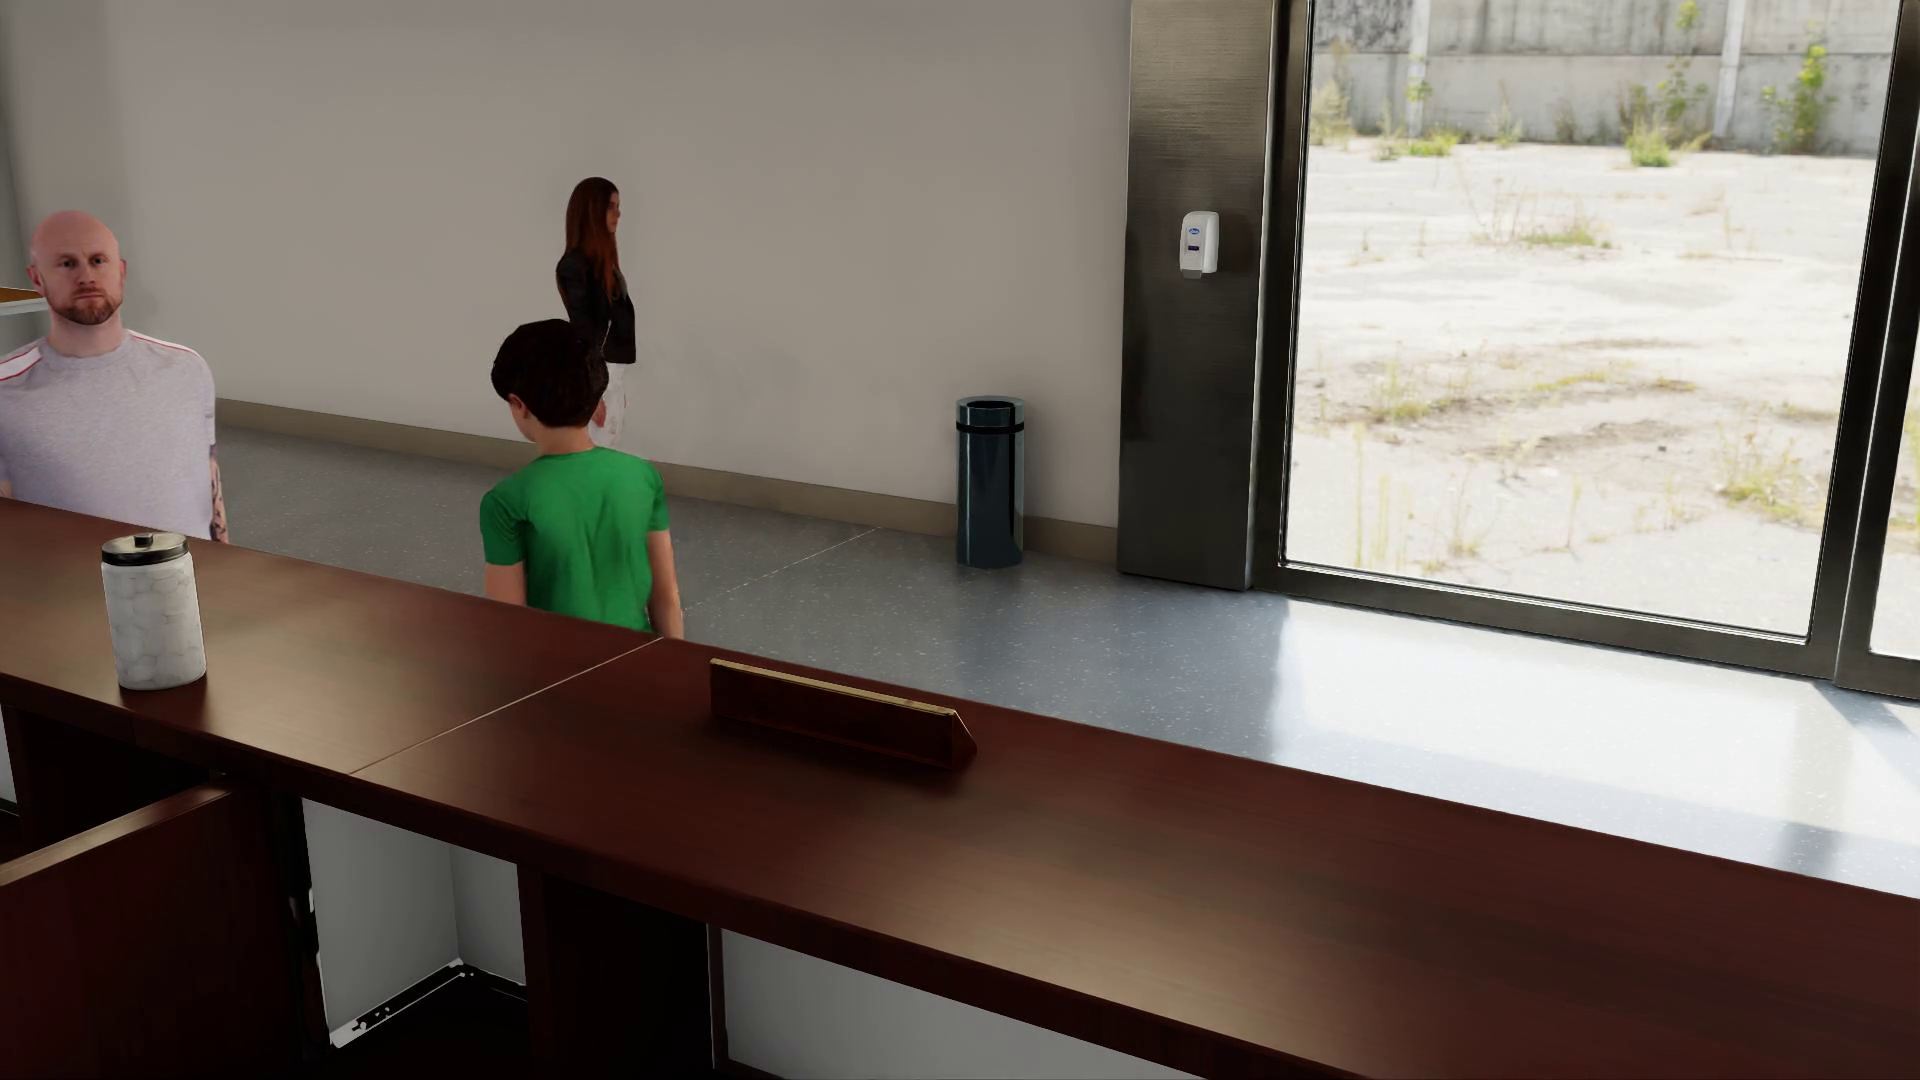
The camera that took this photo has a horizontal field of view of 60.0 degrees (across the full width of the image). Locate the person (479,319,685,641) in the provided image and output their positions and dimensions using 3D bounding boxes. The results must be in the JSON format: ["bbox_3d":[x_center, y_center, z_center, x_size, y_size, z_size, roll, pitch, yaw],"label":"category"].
[{"bbox_3d":[-0.691,0.387,3.357,0.970,1.638,0.890,-15,21,-42],"label":"person"}]

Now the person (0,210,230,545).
[{"bbox_3d":[-1.848,0.194,3.683,0.648,1.833,0.792,-13,20,-38],"label":"person"}]

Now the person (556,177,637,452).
[{"bbox_3d":[-1.507,-0.643,6.894,0.742,1.700,0.633,0,16,-1],"label":"person"}]
